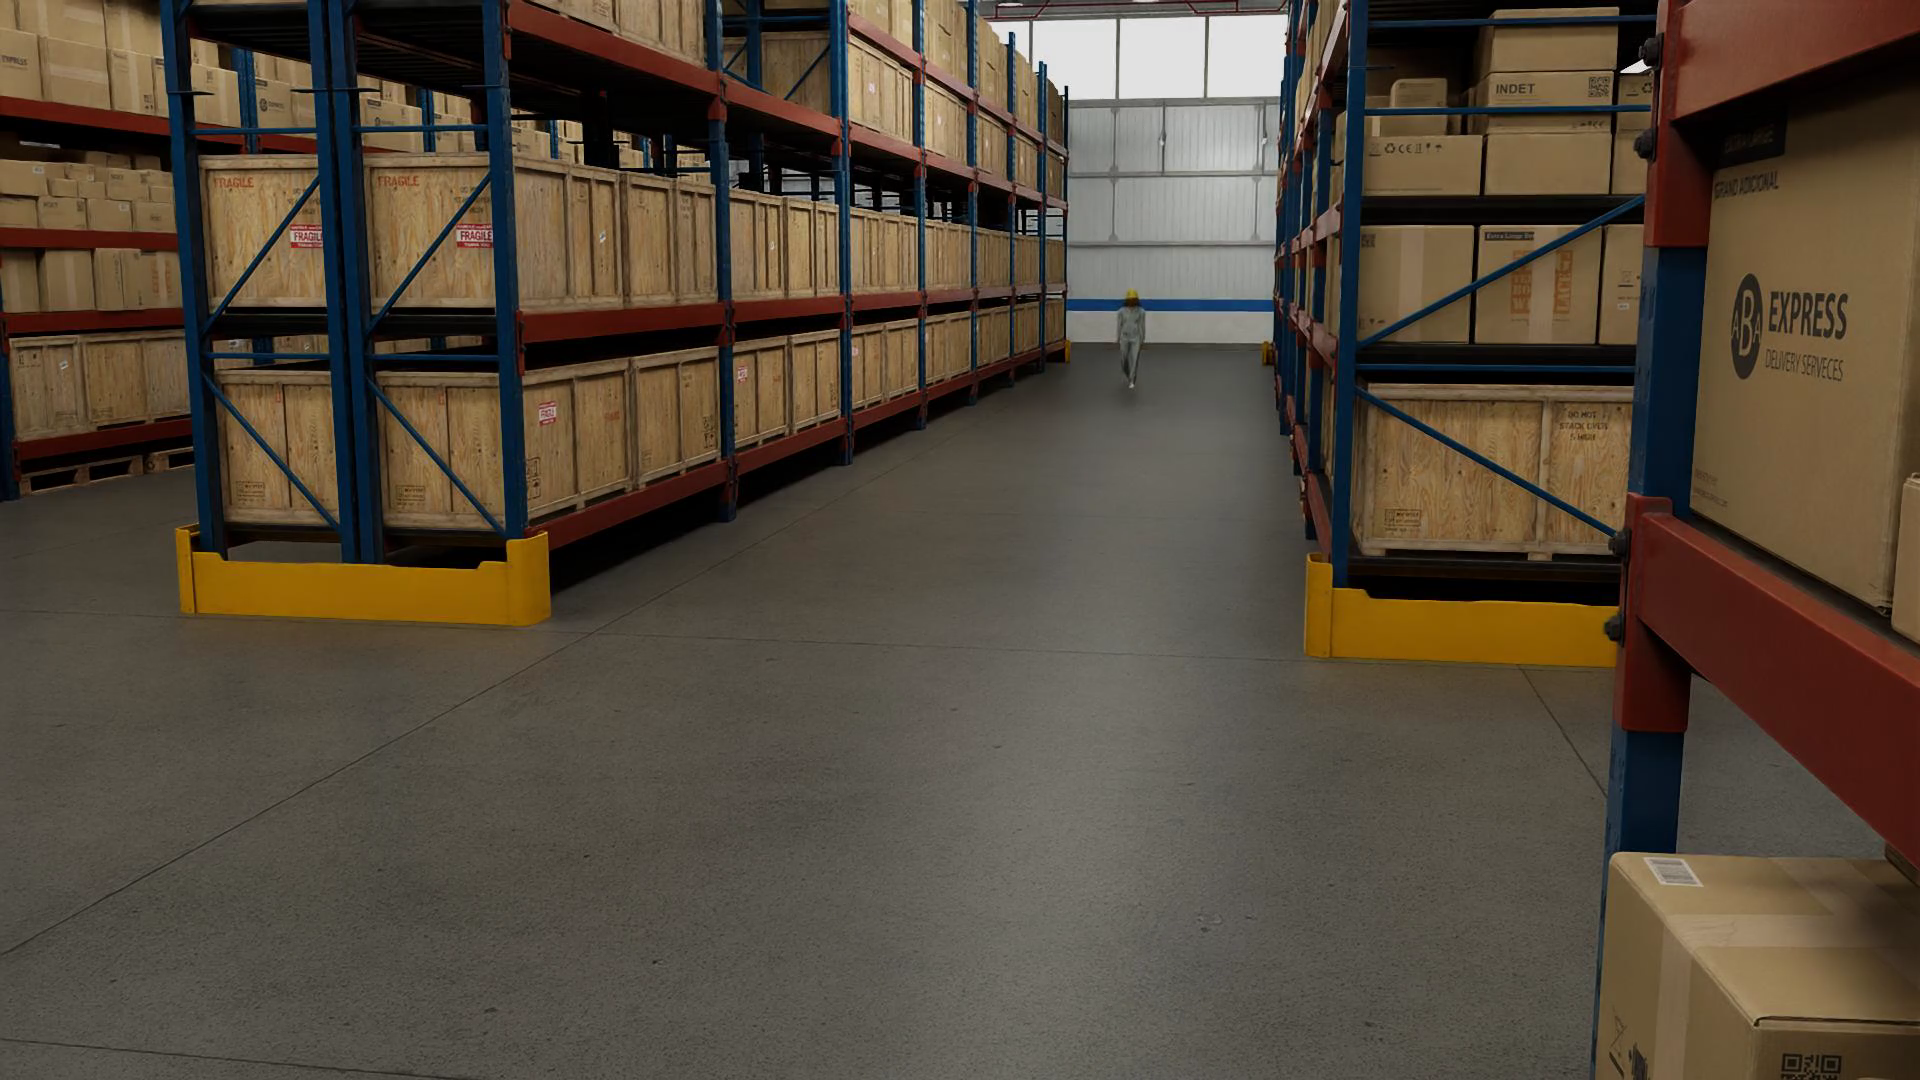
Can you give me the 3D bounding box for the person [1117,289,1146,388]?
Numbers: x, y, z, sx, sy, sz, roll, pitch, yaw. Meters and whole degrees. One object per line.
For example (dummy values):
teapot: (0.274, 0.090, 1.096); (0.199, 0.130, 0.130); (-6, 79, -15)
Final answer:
person: (2.990, -3.516, 29.029); (0.503, 1.731, 0.379); (1, 9, 9)
